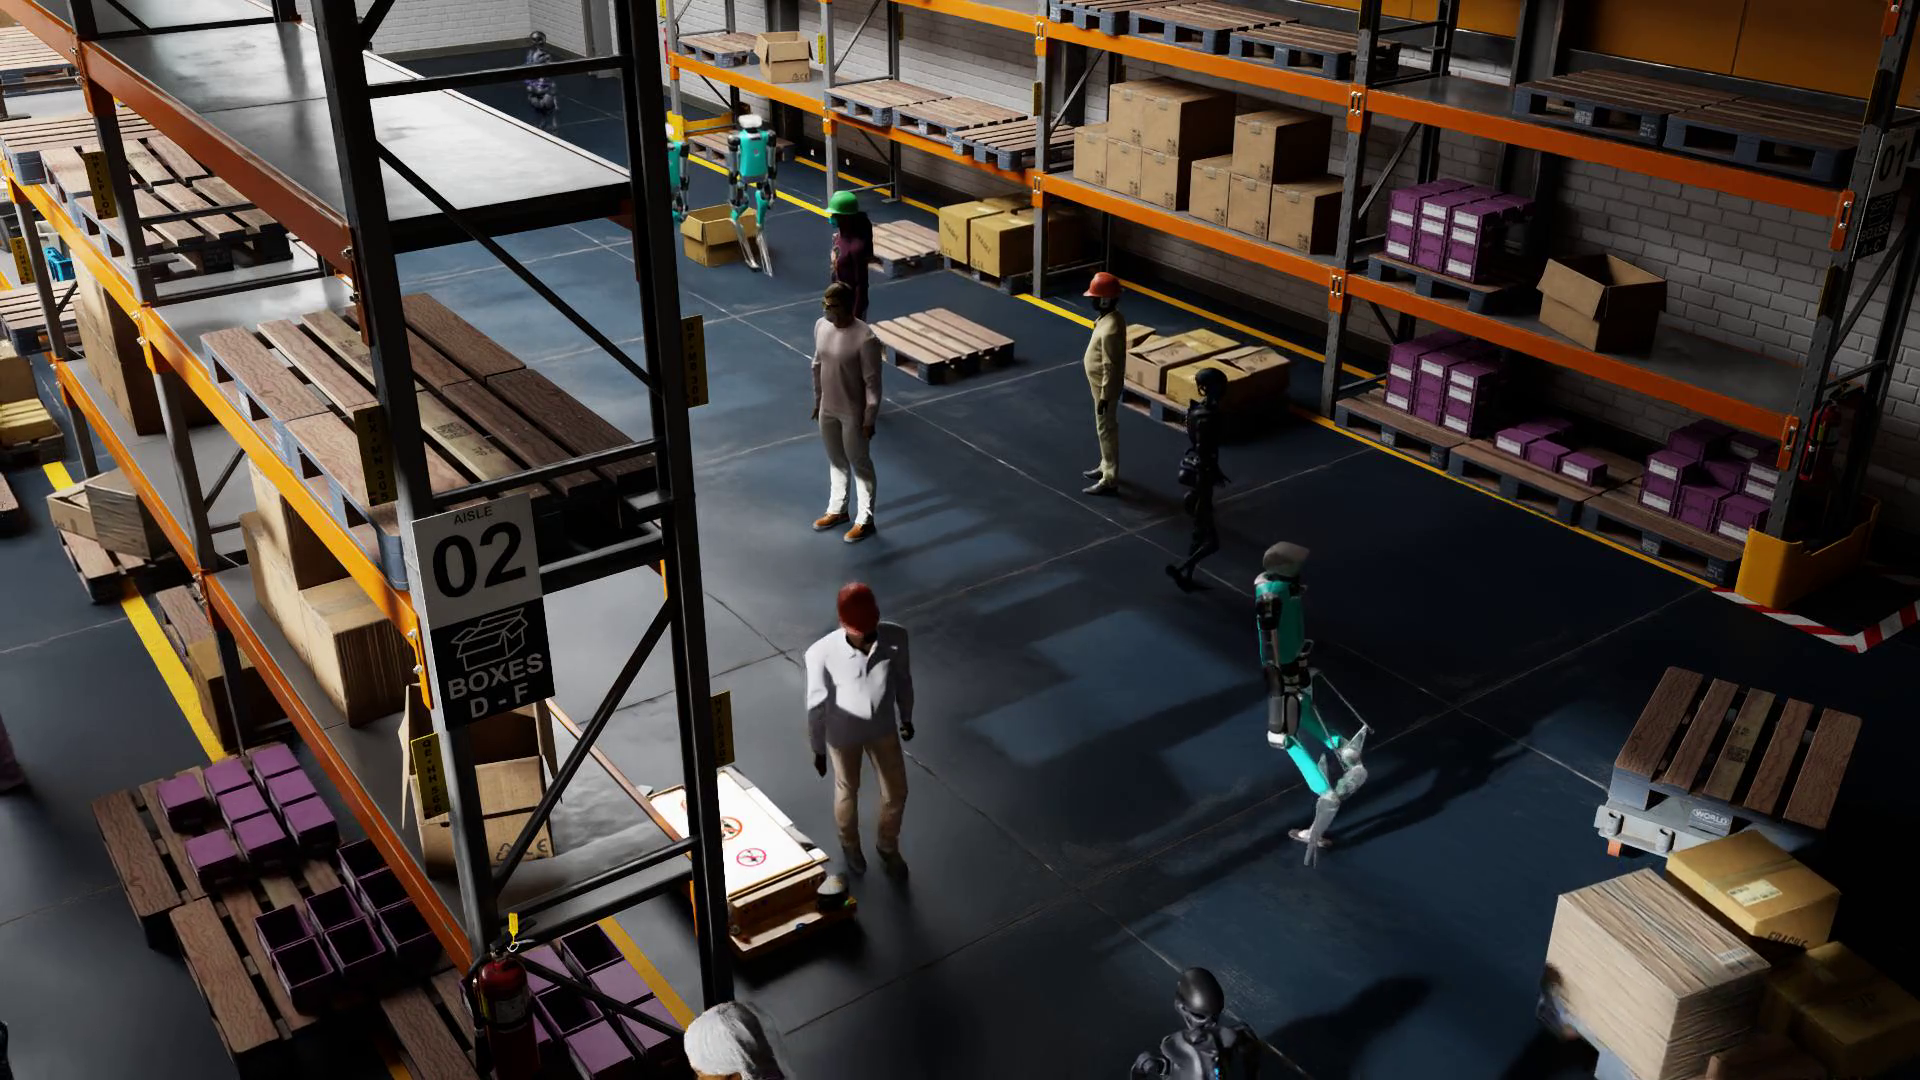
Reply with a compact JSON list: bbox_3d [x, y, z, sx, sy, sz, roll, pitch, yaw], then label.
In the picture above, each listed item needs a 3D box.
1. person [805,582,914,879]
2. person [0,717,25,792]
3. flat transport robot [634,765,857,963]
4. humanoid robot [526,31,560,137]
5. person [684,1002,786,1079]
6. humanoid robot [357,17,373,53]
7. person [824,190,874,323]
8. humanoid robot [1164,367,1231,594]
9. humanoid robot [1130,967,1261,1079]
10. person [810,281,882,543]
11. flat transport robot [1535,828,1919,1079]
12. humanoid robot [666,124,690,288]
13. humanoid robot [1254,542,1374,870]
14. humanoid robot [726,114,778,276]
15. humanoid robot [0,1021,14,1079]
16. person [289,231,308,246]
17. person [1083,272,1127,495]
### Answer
[{"bbox_3d":[-0.473,0.981,8.404,0.593,1.725,0.561,-12,29,-22],"label":"person"},{"bbox_3d":[-5.624,0.536,9.139,0.601,1.878,0.641,-2,27,-4],"label":"person"},{"bbox_3d":[-1.194,1.641,8.722,0.659,0.231,1.431,-18,32,-31],"label":"flat transport robot"},{"bbox_3d":[-5.645,-5.980,22.317,0.610,1.634,0.414,19,32,33],"label":"humanoid robot"},{"bbox_3d":[-0.620,2.308,5.688,0.952,1.805,0.542,-7,27,-13],"label":"person"},{"bbox_3d":[-8.401,-6.542,23.484,0.784,1.621,0.616,-15,30,-27],"label":"humanoid robot"},{"bbox_3d":[-0.921,-2.000,14.095,0.417,1.953,0.488,-13,29,-24],"label":"person"},{"bbox_3d":[1.622,-0.402,11.223,0.375,1.650,0.596,8,28,15],"label":"humanoid robot"},{"bbox_3d":[0.828,2.242,5.969,0.601,1.645,0.354,-11,29,-22],"label":"humanoid robot"},{"bbox_3d":[-0.831,-0.930,11.980,0.635,1.939,0.365,22,34,37],"label":"person"},{"bbox_3d":[3.336,2.362,7.289,0.659,0.231,1.431,-11,29,-20],"label":"flat transport robot"},{"bbox_3d":[-3.129,-3.441,17.210,0.530,1.802,0.802,-18,32,-32],"label":"humanoid robot"},{"bbox_3d":[1.861,0.922,8.617,0.792,1.860,0.543,11,29,21],"label":"humanoid robot"},{"bbox_3d":[-2.260,-3.680,17.693,0.536,1.782,0.793,-13,29,-24],"label":"humanoid robot"},{"bbox_3d":[-3.836,2.146,6.113,1.037,1.736,0.549,8,28,15],"label":"humanoid robot"},{"bbox_3d":[-6.377,-2.681,15.808,0.287,1.629,0.498,13,30,25],"label":"person"},{"bbox_3d":[1.088,-1.193,12.706,0.342,1.748,0.571,3,27,5],"label":"person"}]
